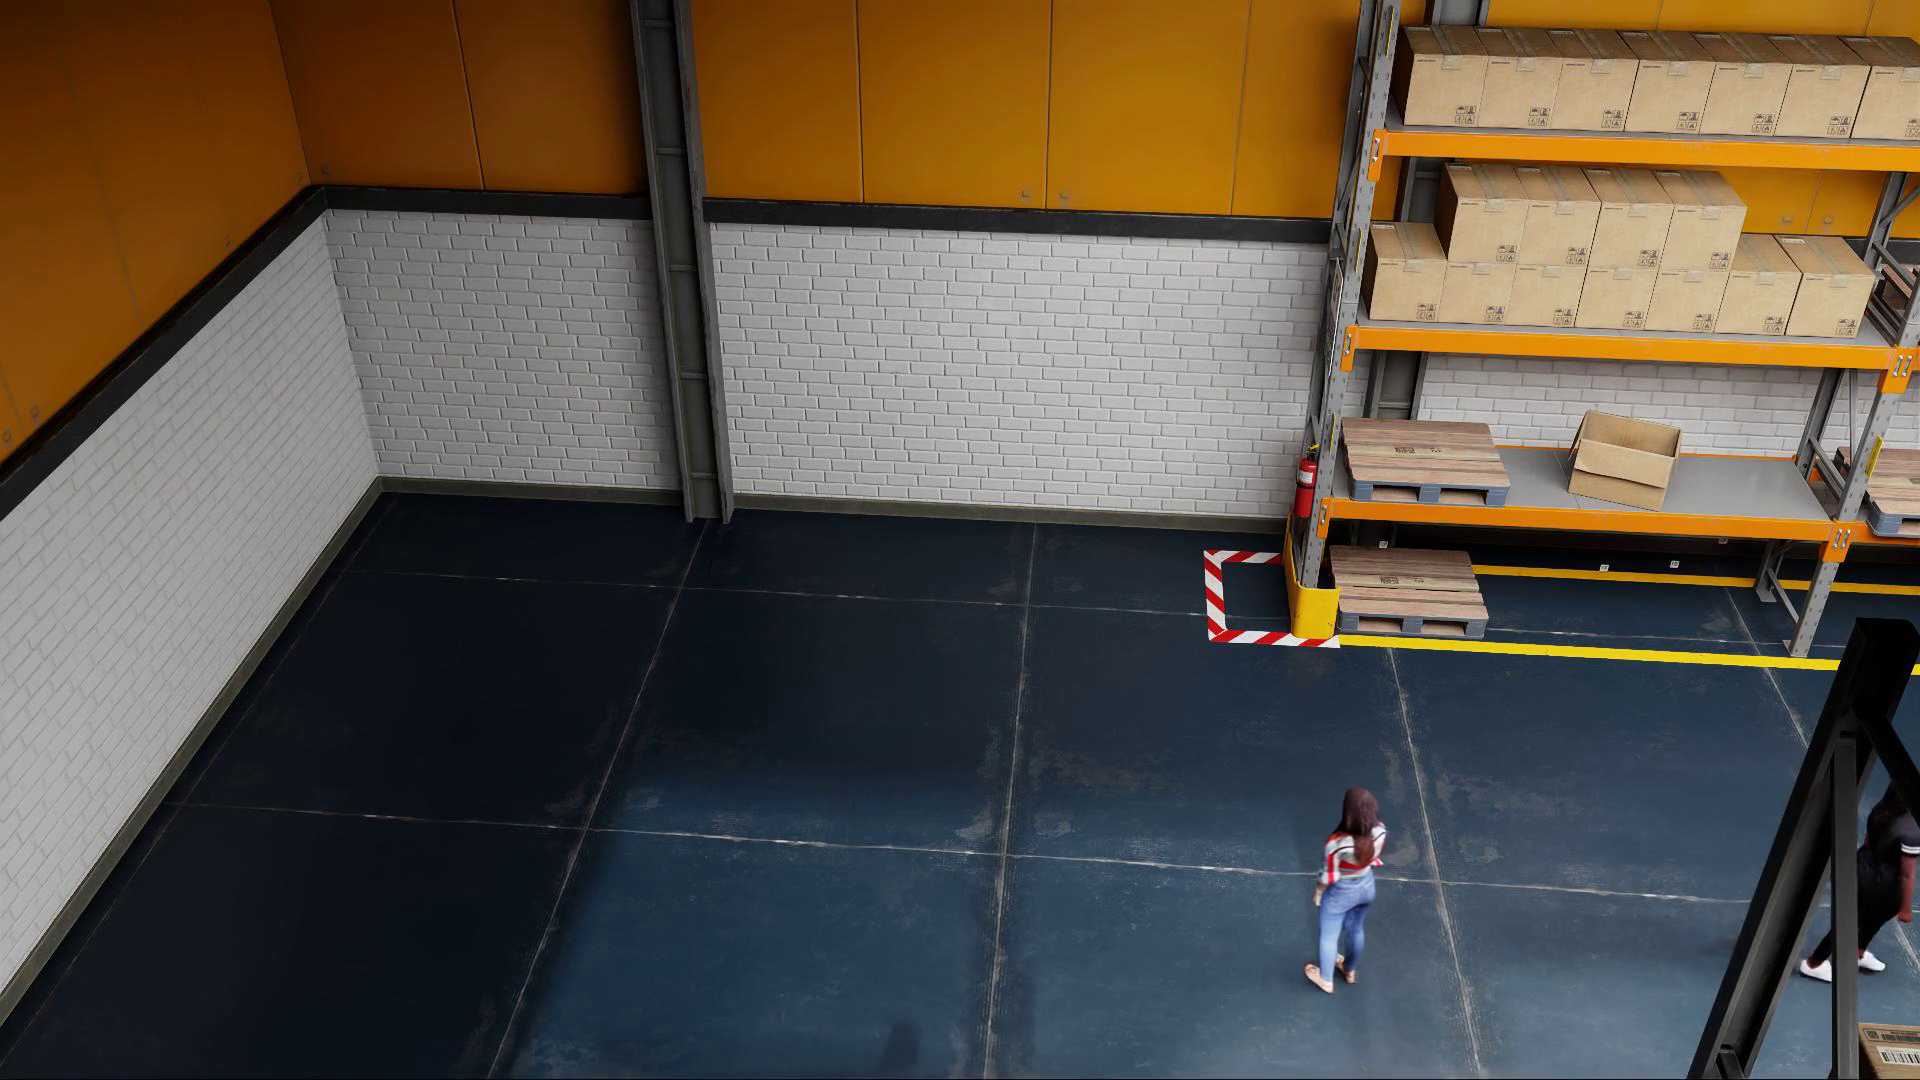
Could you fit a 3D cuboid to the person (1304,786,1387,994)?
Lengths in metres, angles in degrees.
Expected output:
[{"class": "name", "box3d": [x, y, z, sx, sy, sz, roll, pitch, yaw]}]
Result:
[{"class": "person", "box3d": [2.413, 2.161, 10.286, 0.600, 1.613, 0.723, -13, 36, -18]}]

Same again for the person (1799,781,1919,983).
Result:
[{"class": "person", "box3d": [5.579, 2.097, 10.292, 0.805, 1.713, 0.691, 10, 35, 14]}]
